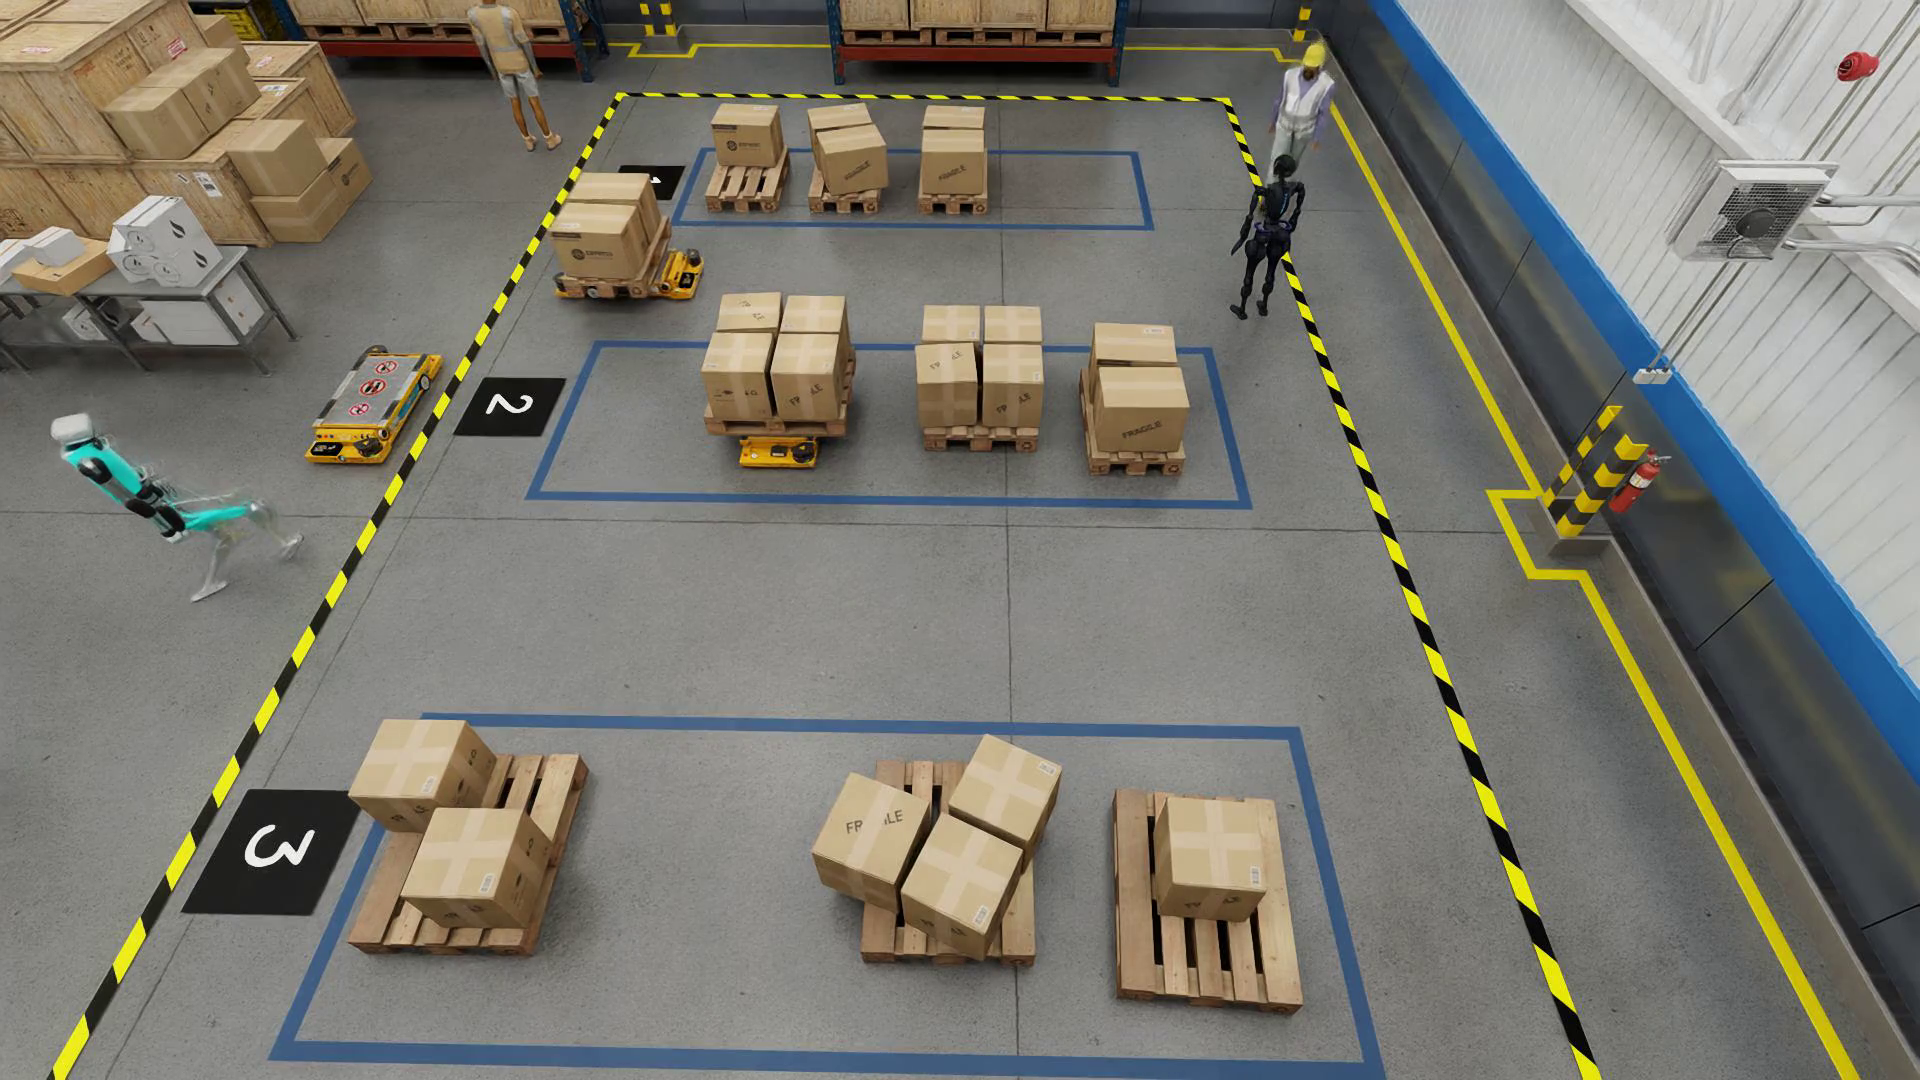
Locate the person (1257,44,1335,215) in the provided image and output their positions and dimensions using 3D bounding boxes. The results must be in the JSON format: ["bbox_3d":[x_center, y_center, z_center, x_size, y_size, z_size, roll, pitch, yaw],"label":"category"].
[{"bbox_3d":[3.770,-4.620,10.283,0.612,1.782,0.923,20,53,16],"label":"person"}]

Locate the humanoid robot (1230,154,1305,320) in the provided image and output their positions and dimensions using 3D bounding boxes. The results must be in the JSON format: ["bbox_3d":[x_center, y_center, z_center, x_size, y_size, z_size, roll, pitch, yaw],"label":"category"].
[{"bbox_3d":[2.978,-2.929,8.911,0.599,1.659,0.315,-7,50,-6],"label":"humanoid robot"}]

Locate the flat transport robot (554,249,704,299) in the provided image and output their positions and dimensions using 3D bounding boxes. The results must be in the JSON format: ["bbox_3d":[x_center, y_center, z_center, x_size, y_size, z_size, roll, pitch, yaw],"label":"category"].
[{"bbox_3d":[-3.516,-2.852,9.762,1.431,0.197,0.652,1,50,1],"label":"flat transport robot"}]

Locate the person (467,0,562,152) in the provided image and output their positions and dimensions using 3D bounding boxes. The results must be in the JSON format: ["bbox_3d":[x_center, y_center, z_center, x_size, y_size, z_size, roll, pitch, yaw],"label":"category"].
[{"bbox_3d":[-5.399,-5.735,11.065,0.604,2.034,0.389,-2,50,-2],"label":"person"}]

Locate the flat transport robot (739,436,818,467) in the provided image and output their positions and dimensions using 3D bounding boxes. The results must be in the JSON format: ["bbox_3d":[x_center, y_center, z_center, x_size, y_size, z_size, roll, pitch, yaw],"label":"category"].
[{"bbox_3d":[-1.582,-1.235,8.394,0.652,0.197,1.431,1,50,1],"label":"flat transport robot"}]

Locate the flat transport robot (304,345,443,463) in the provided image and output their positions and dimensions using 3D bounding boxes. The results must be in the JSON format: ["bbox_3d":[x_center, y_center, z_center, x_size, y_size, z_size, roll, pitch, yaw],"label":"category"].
[{"bbox_3d":[-5.383,-1.269,8.441,0.659,0.231,1.431,1,50,1],"label":"flat transport robot"}]

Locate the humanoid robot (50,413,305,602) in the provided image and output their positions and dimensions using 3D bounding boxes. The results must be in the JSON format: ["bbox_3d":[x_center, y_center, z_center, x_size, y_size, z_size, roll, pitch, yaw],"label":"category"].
[{"bbox_3d":[-5.584,-0.329,6.721,1.029,1.780,0.530,-35,58,-26],"label":"humanoid robot"}]
